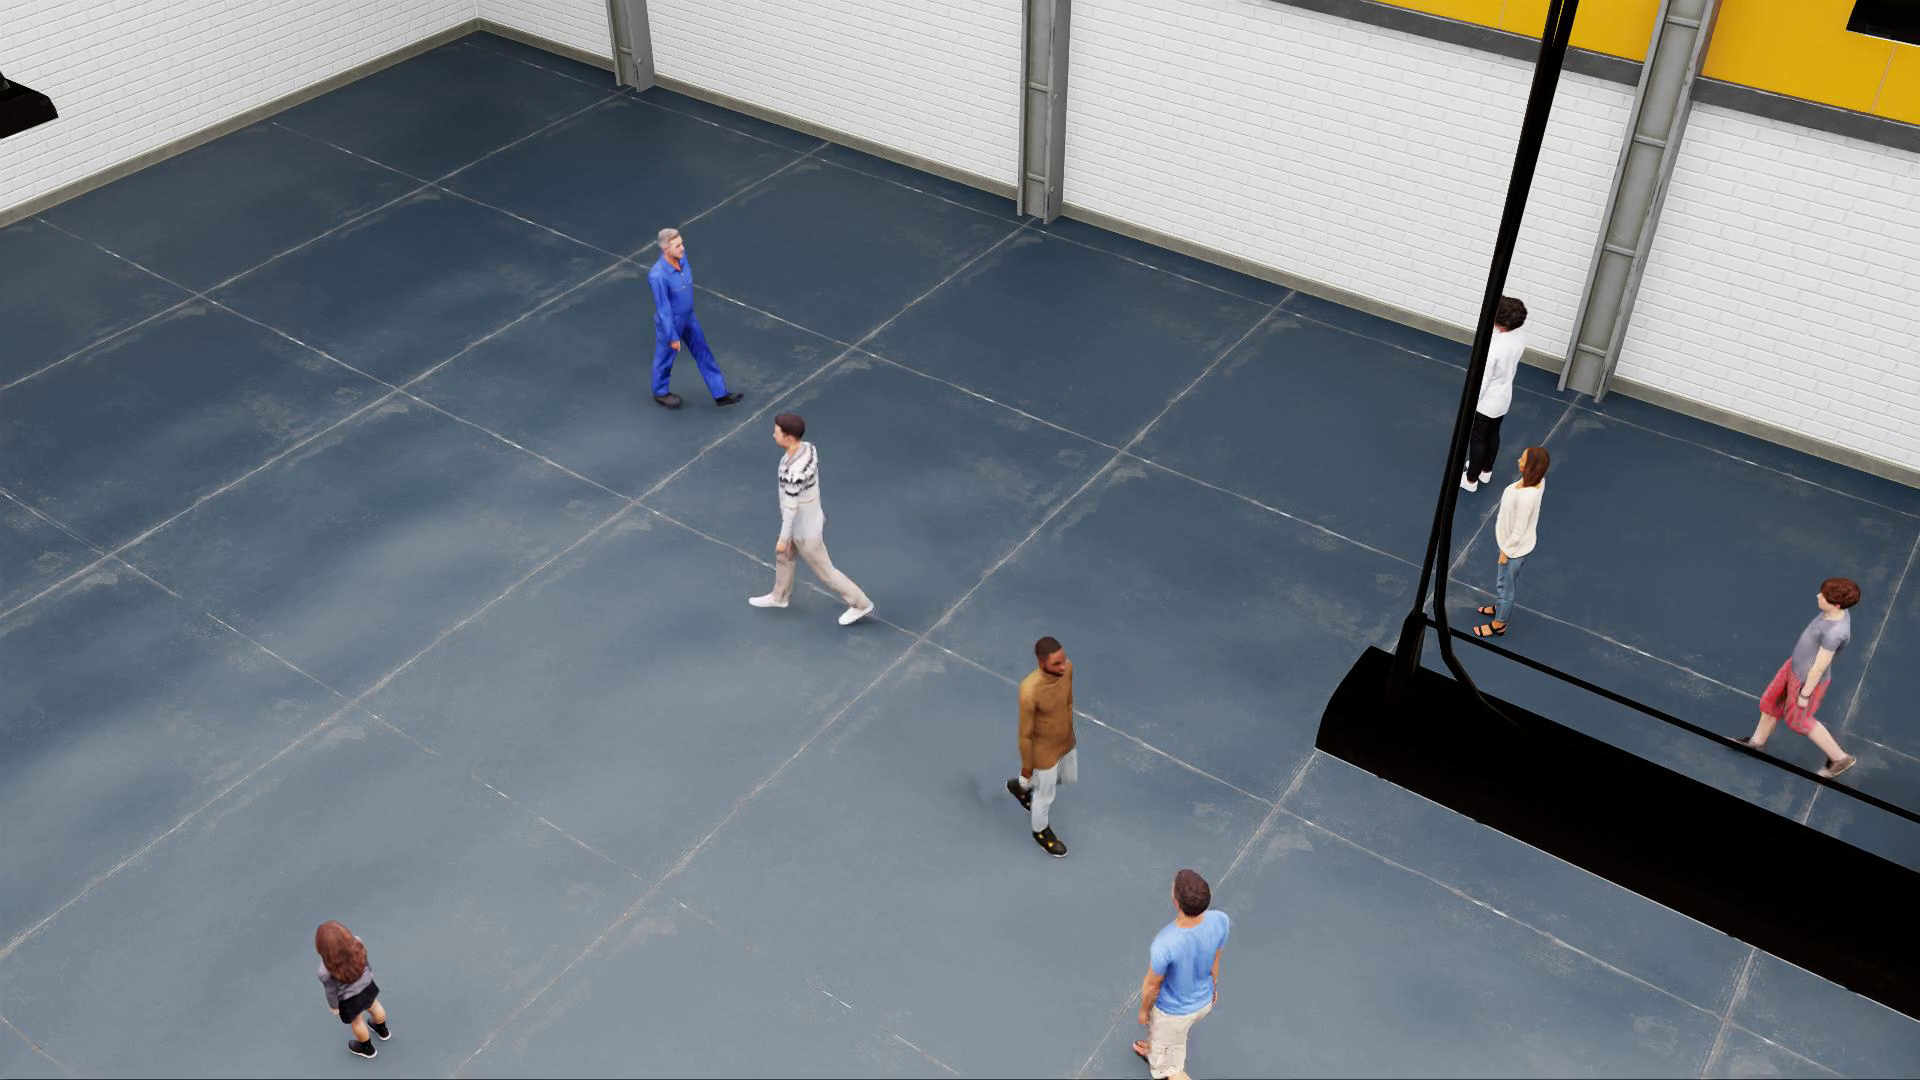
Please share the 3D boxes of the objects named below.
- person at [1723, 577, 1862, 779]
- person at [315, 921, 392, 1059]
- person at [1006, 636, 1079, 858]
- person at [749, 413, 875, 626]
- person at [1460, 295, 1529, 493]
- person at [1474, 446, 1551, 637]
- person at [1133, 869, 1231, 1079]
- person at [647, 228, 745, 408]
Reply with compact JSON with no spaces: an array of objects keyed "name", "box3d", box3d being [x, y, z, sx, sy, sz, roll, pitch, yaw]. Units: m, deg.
[{"name":"person","box3d":[5.780,0.948,11.170,1.093,1.628,0.732,15,41,18]},{"name":"person","box3d":[-3.500,2.564,9.565,0.475,1.105,0.495,18,42,21]},{"name":"person","box3d":[0.493,1.260,10.638,0.825,1.804,0.689,28,47,31]},{"name":"person","box3d":[-1.066,-0.115,12.333,1.284,1.837,1.122,-1,39,-1]},{"name":"person","box3d":[4.393,-1.204,13.718,0.693,1.810,0.662,-25,45,-28]},{"name":"person","box3d":[4.110,0.006,12.306,0.604,1.682,0.665,15,41,17]},{"name":"person","box3d":[1.244,2.548,9.002,0.930,1.832,1.206,-19,42,-22]},{"name":"person","box3d":[-2.583,-1.932,14.642,1.173,1.796,0.896,15,41,18]}]
